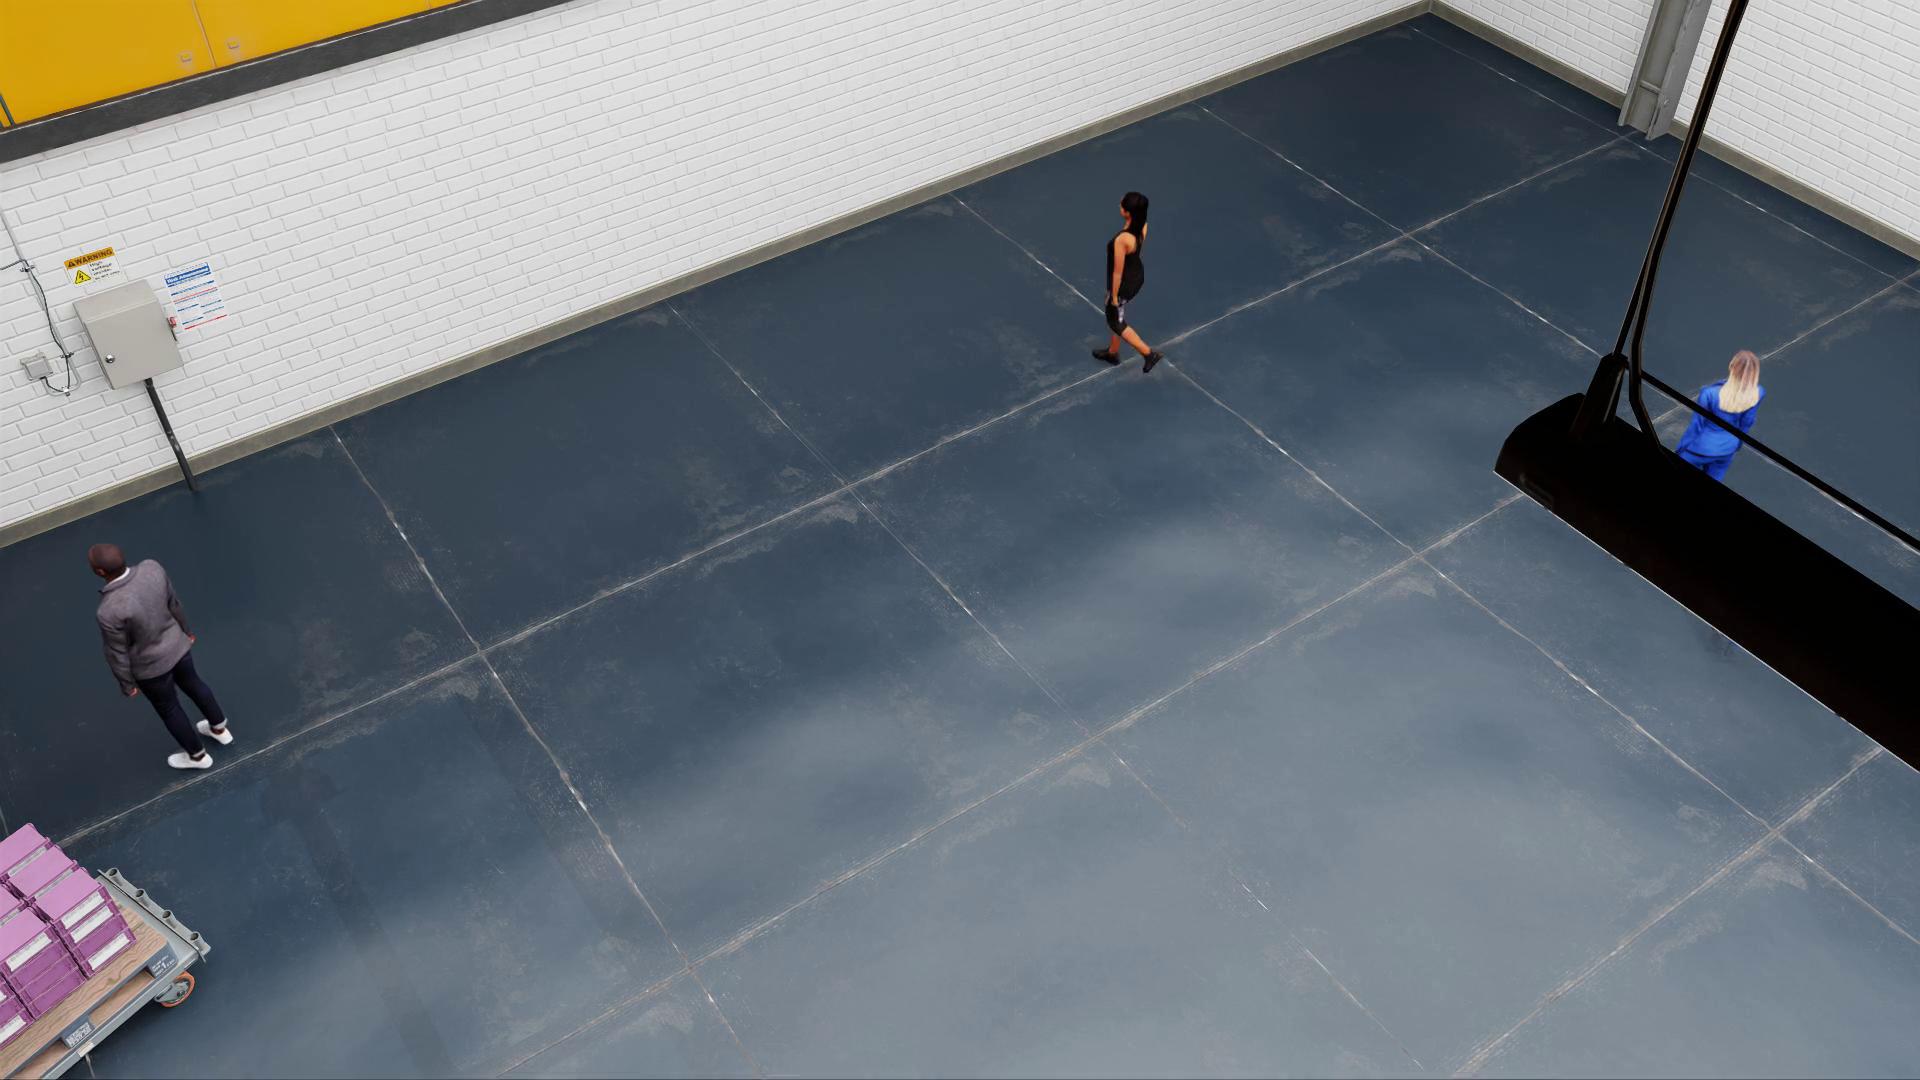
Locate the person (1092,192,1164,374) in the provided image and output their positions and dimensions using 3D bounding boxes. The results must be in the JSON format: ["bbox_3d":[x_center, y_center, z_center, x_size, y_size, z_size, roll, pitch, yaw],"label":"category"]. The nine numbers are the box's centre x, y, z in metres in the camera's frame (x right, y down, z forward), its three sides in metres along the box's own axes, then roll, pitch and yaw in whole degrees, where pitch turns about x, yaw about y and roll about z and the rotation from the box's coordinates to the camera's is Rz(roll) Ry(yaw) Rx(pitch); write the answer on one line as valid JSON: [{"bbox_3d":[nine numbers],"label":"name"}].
[{"bbox_3d":[1.356,-2.002,13.086,0.969,1.646,0.788,24,49,23],"label":"person"}]

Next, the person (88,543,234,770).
[{"bbox_3d":[-4.865,0.710,10.118,0.790,1.814,0.795,16,46,16],"label":"person"}]

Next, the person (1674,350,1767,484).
[{"bbox_3d":[5.223,-0.615,11.591,0.704,1.700,0.706,-4,44,-4],"label":"person"}]
